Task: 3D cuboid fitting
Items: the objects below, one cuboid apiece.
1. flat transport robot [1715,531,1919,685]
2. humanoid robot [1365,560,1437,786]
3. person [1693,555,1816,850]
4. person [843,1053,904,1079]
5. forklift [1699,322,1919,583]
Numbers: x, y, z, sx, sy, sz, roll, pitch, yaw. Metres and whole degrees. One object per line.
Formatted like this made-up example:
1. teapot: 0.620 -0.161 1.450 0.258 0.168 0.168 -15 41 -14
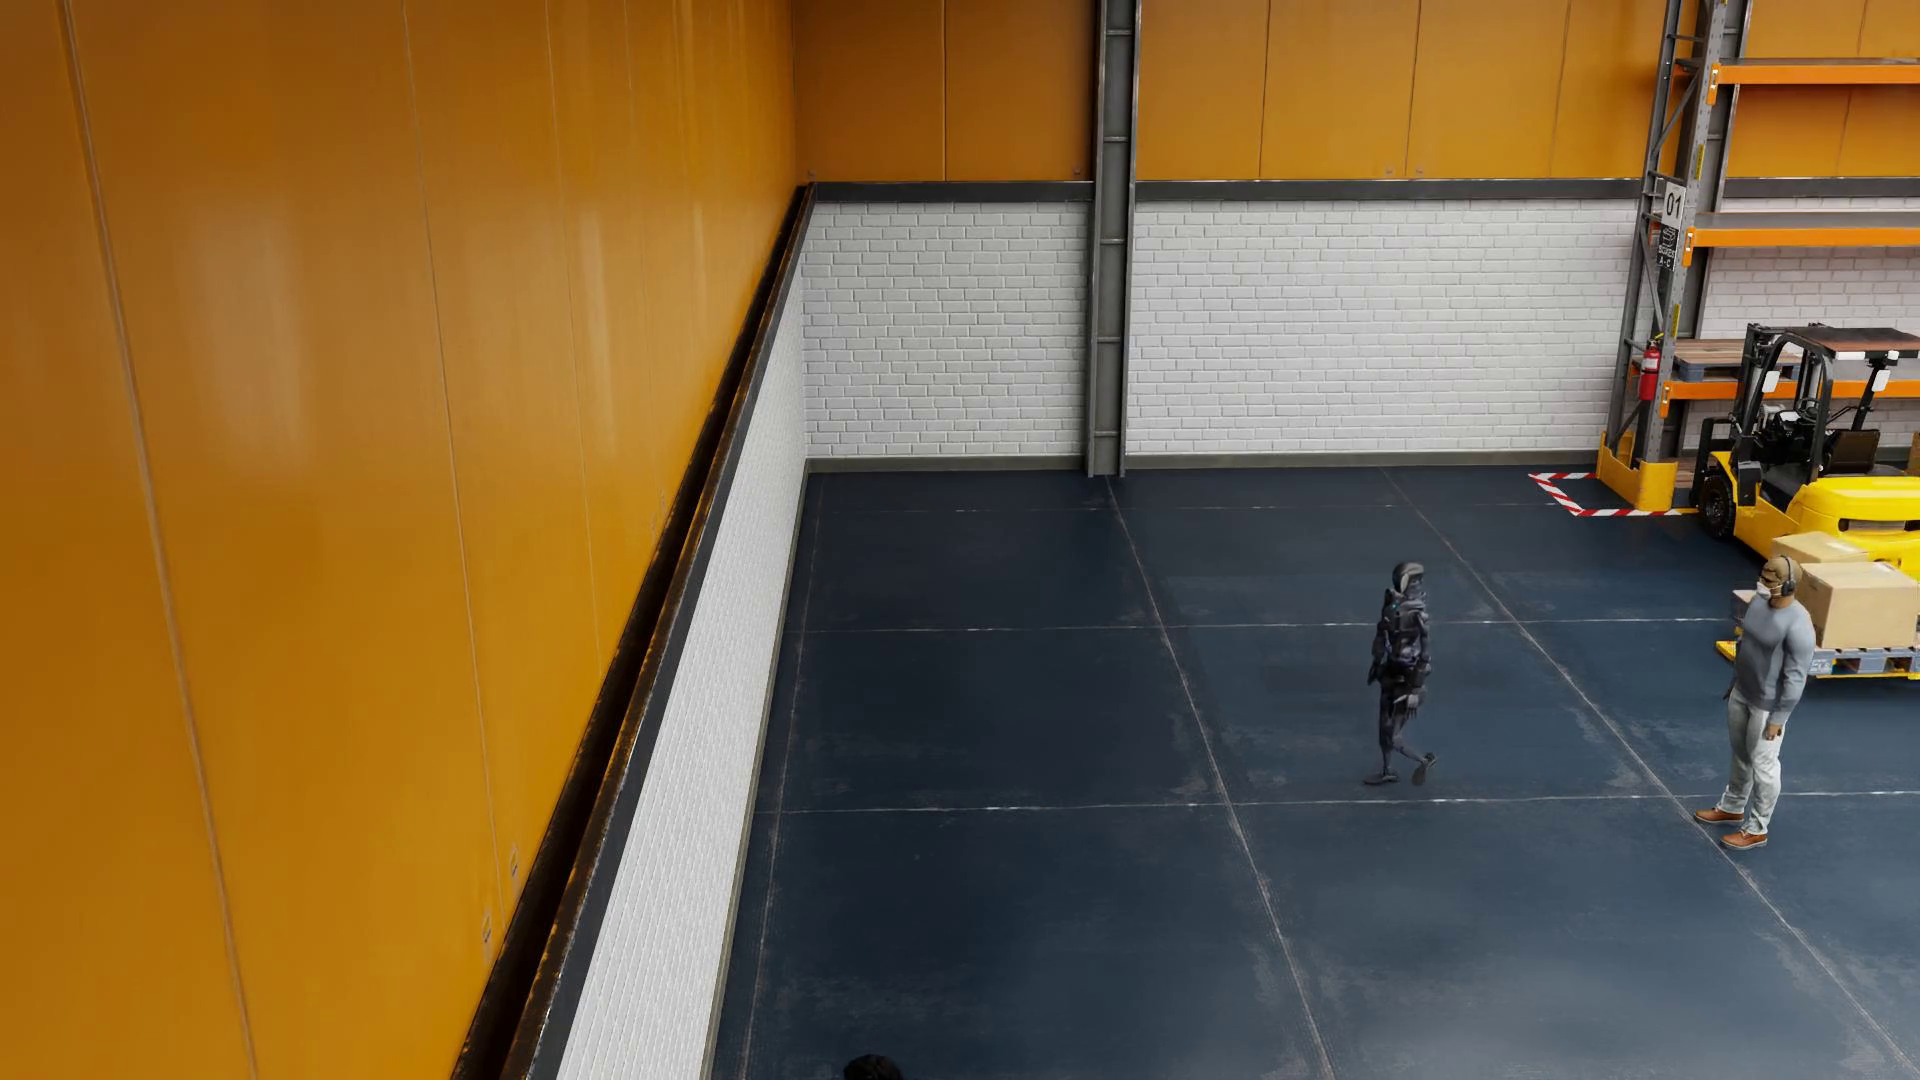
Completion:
1. flat transport robot: 6.818 0.901 13.110 1.431 0.231 0.659 -1 20 -3
2. humanoid robot: 2.984 0.888 11.101 0.455 1.645 0.585 -7 21 -18
3. person: 5.008 1.007 10.415 0.372 1.940 0.630 -2 20 -5
4. person: -0.284 2.667 6.268 0.318 1.690 0.533 -2 20 -5
5. forklift: 7.809 -0.792 14.926 1.214 2.155 2.313 -1 20 -2
